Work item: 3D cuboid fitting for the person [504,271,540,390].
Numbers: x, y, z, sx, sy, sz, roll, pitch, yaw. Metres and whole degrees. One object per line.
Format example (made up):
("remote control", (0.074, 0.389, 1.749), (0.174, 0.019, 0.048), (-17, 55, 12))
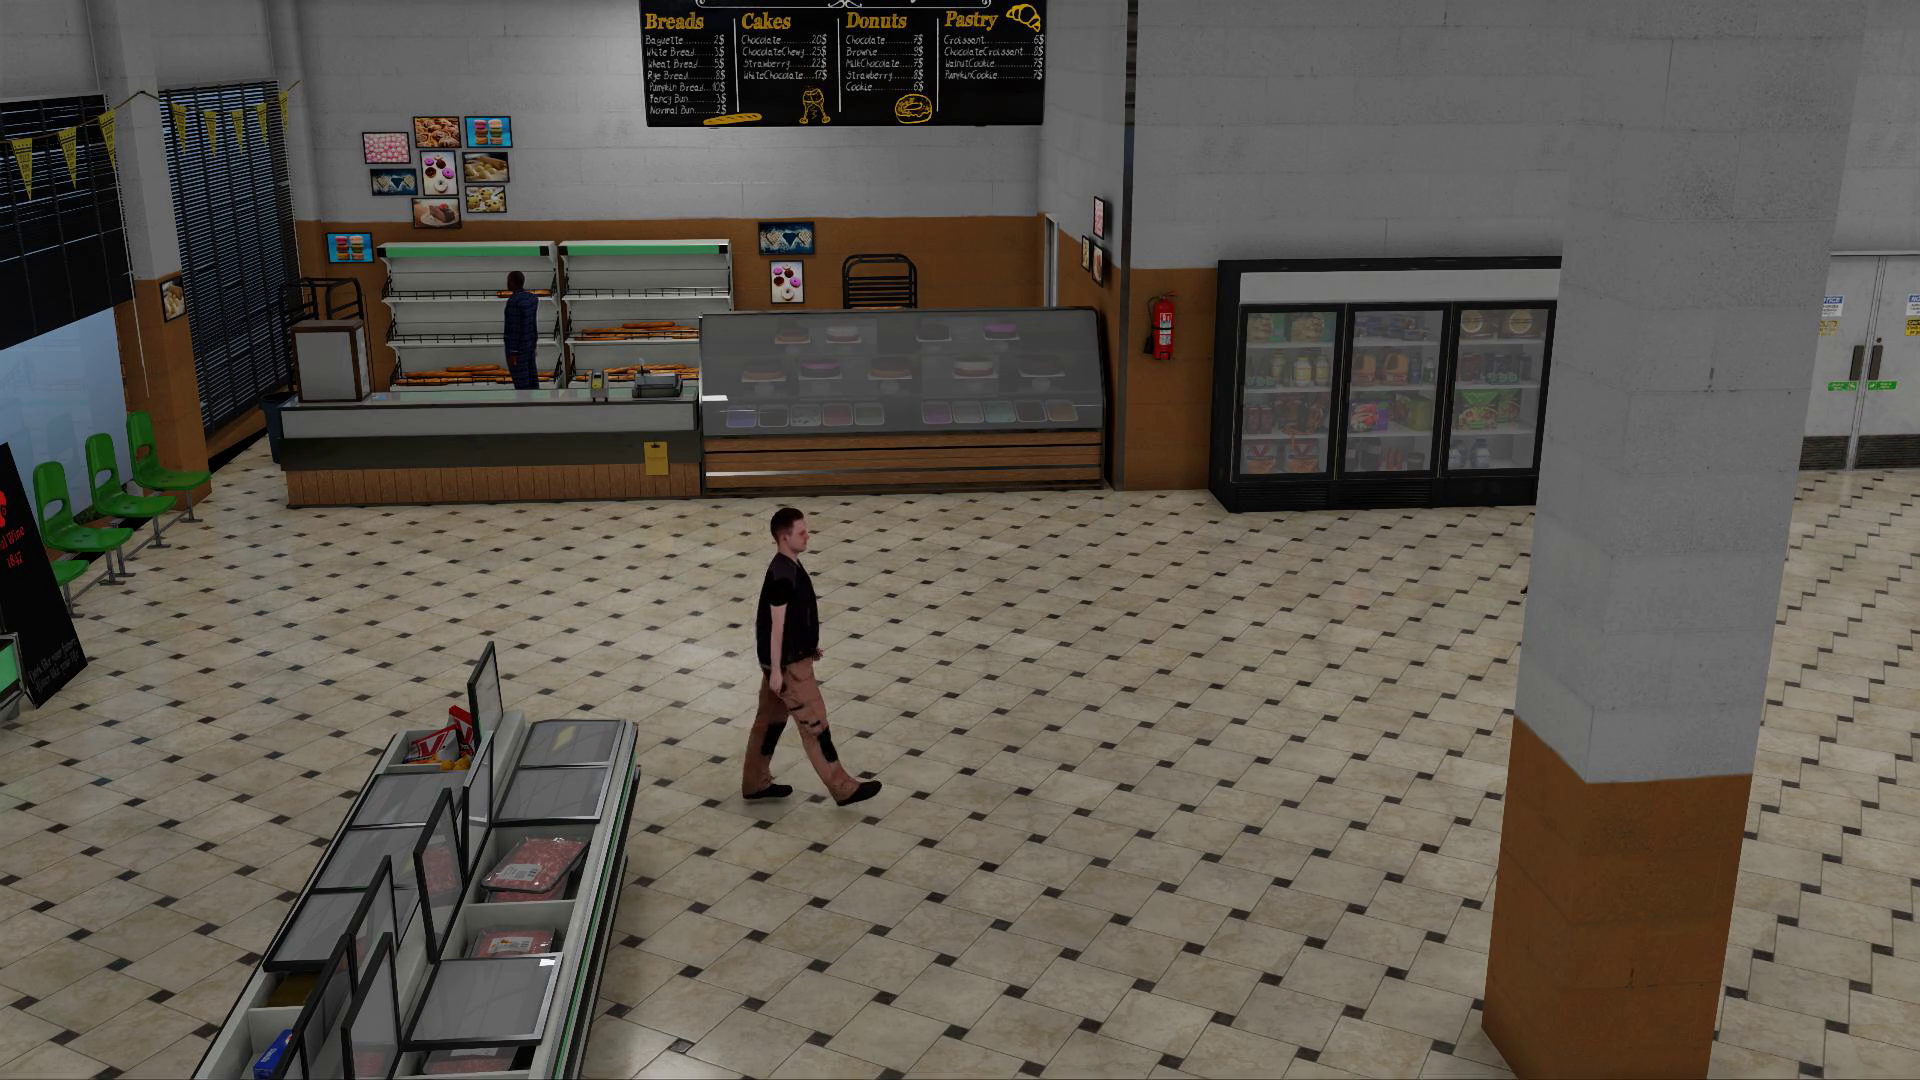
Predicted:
("person", (-5.074, -2.209, 19.238), (0.832, 1.824, 0.697), (6, 18, 18))

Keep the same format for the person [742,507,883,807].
("person", (-1.105, 0.709, 9.662), (0.769, 1.803, 0.996), (-1, 17, -2))
